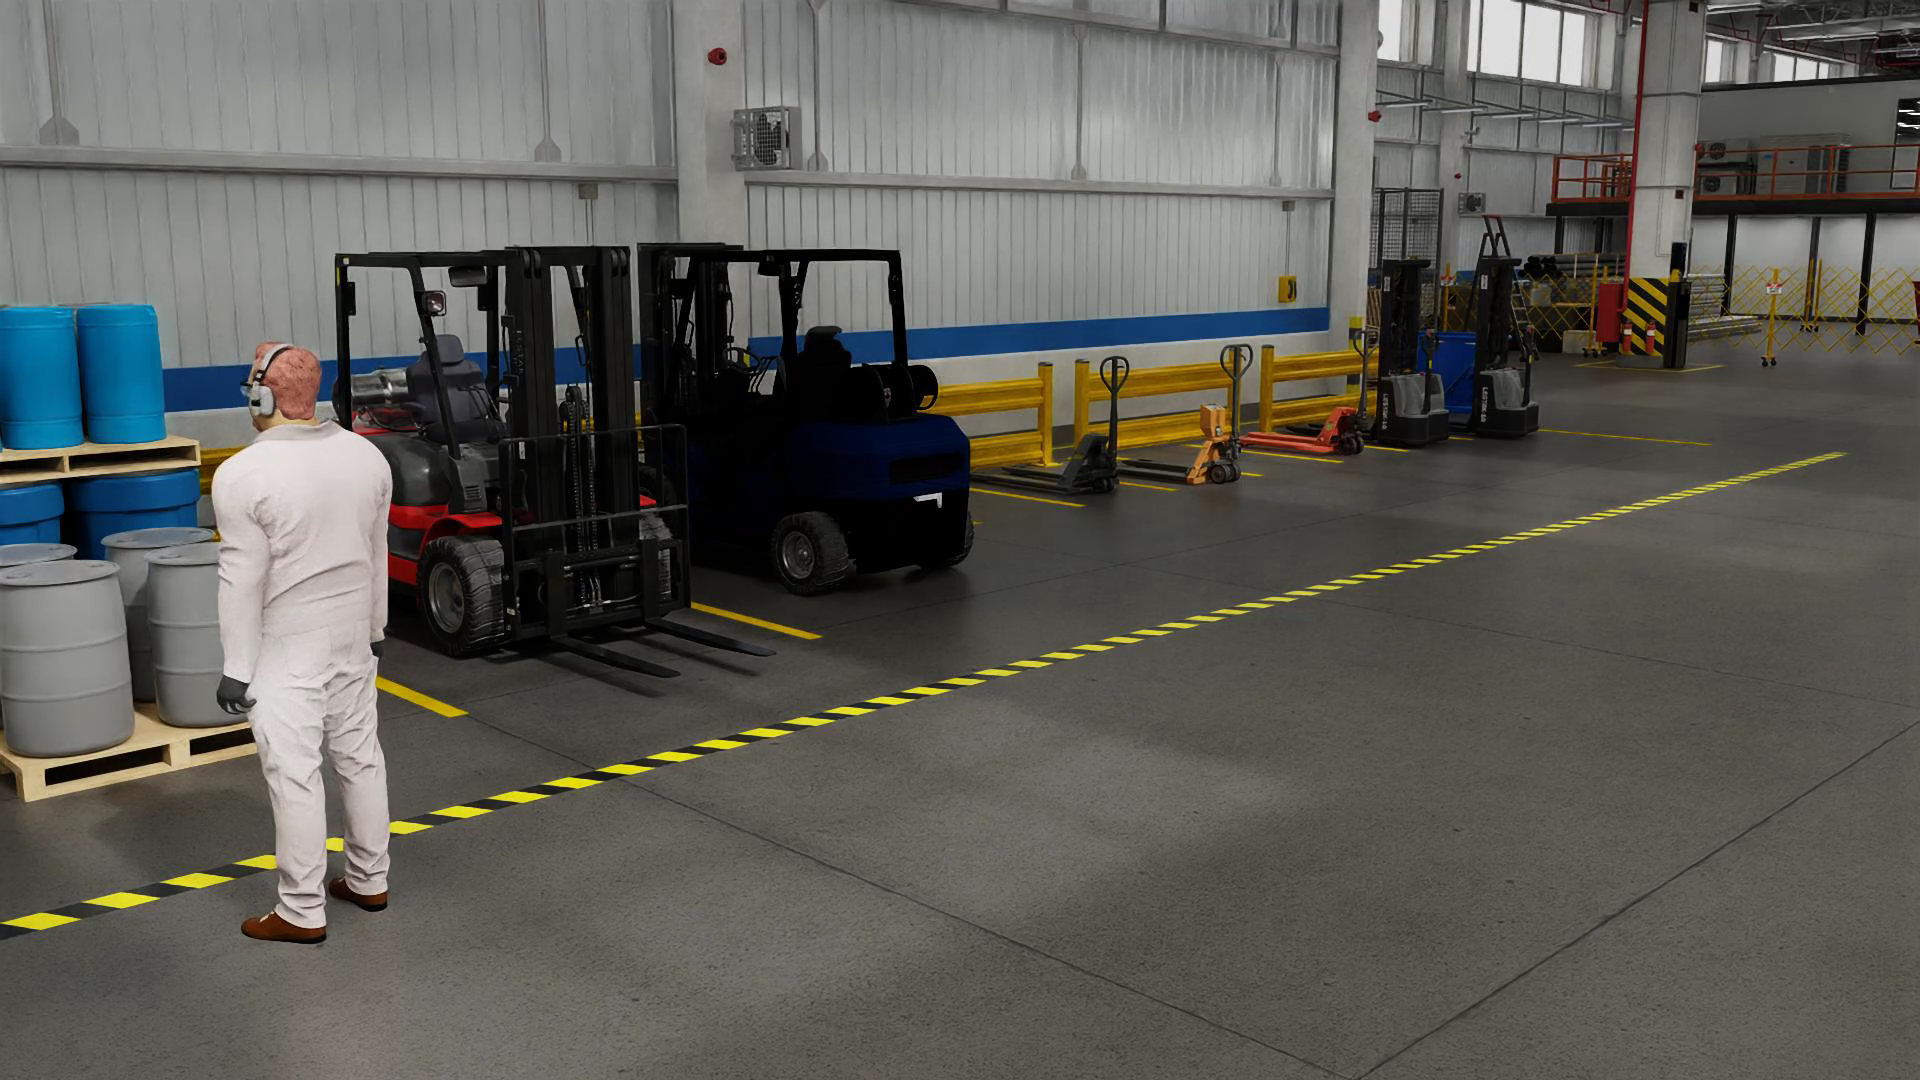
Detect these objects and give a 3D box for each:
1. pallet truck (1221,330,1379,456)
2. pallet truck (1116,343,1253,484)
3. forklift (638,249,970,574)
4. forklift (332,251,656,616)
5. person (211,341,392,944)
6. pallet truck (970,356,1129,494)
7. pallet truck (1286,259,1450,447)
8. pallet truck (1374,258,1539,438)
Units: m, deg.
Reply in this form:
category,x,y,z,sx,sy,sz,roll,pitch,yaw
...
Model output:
category,x,y,z,sx,sy,sz,roll,pitch,yaw
pallet truck,3.563,-1.581,17.381,0.653,1.274,1.630,-10,14,-44
pallet truck,1.962,-1.215,15.415,1.522,1.261,0.704,10,14,43
forklift,-1.173,-0.958,11.239,2.680,1.987,1.157,10,14,43
forklift,-2.833,-0.669,9.694,1.157,1.987,2.680,-10,14,-44
person,-2.106,0.327,5.318,0.407,1.913,0.641,5,12,26
pallet truck,0.784,-1.085,14.876,0.680,1.201,1.601,-10,14,-44
pallet truck,4.493,-2.078,18.196,0.823,1.965,1.885,-9,14,-40
pallet truck,5.704,-2.208,18.901,1.885,1.965,0.823,10,14,43
